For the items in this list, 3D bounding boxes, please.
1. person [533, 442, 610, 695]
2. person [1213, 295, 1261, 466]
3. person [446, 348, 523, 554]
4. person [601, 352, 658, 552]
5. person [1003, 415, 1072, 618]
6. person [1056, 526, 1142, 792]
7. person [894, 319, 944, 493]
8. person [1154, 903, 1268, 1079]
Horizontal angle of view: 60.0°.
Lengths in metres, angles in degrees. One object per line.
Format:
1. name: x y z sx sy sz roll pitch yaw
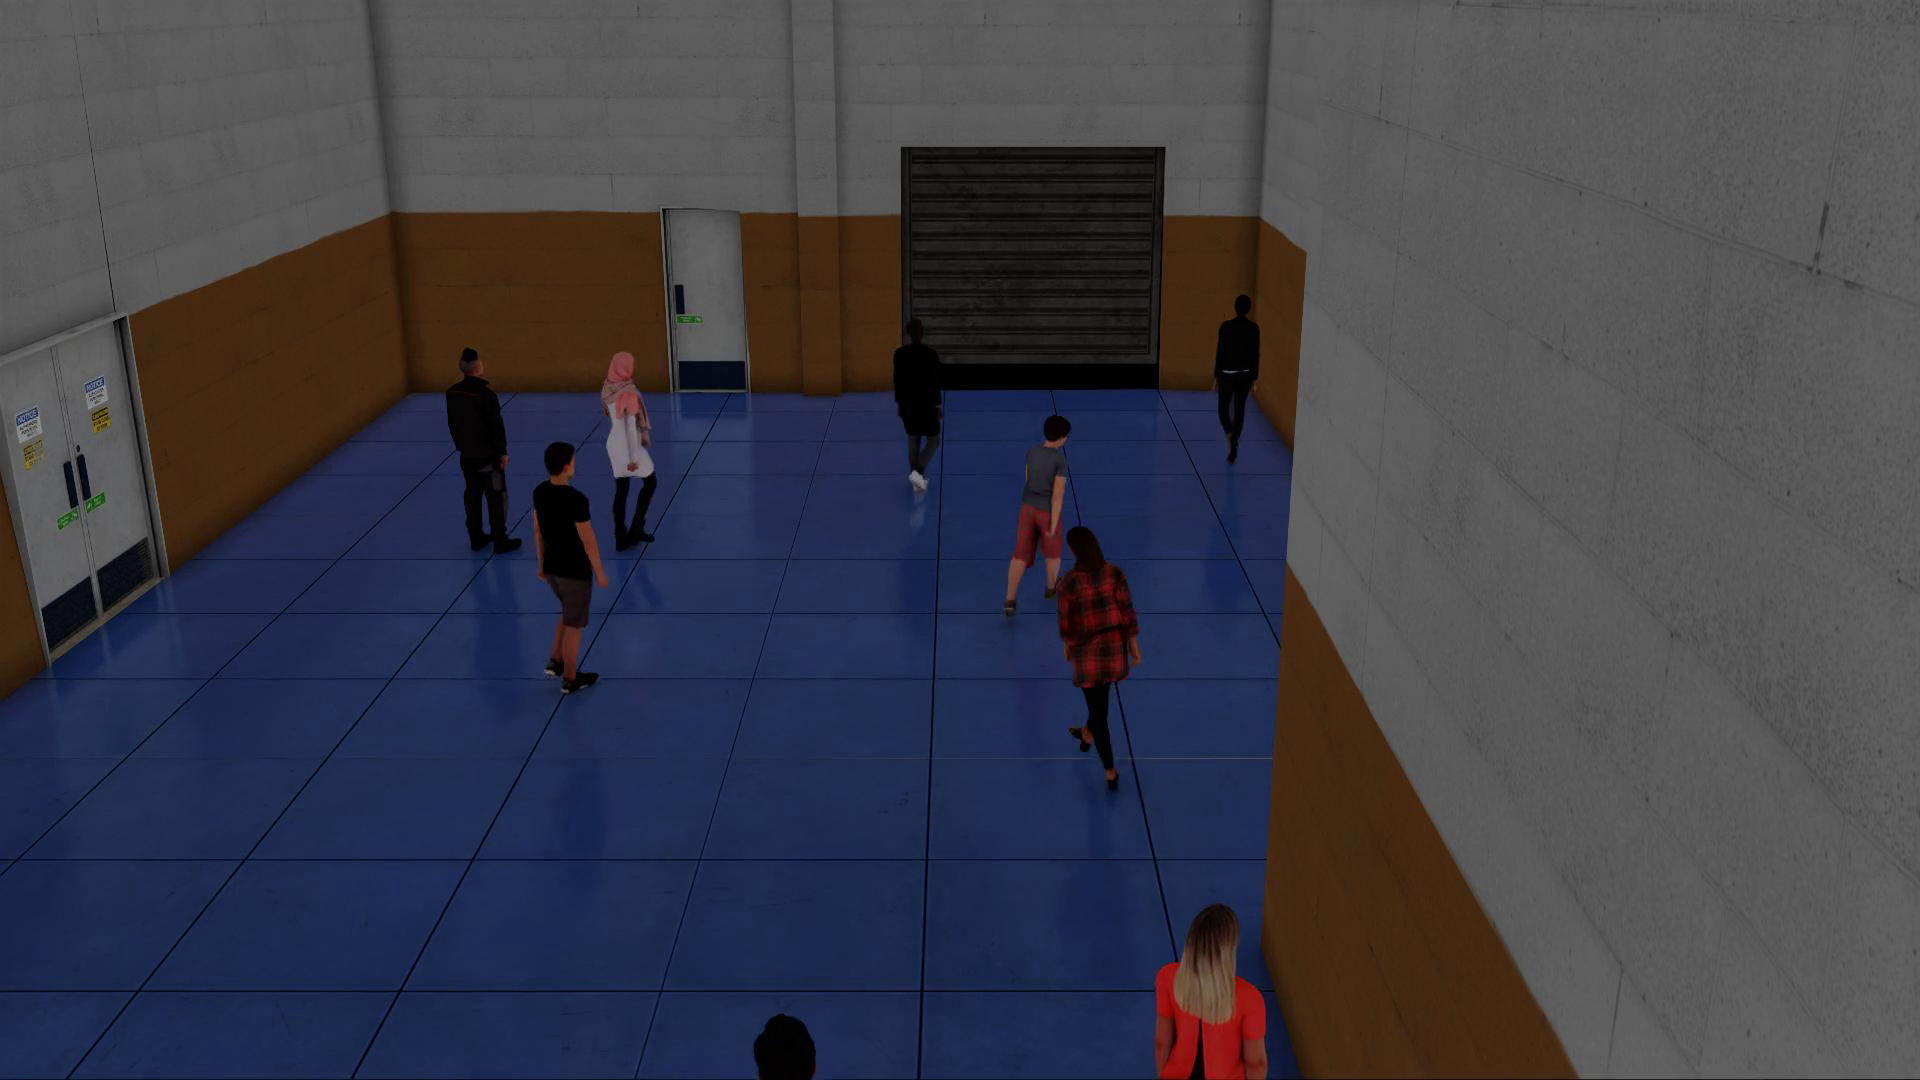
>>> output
1. person: -2.839 0.226 11.721 0.808 1.850 0.878 14 23 37
2. person: 2.850 -1.606 17.211 0.870 1.814 0.691 1 19 3
3. person: -4.247 -0.764 14.757 0.754 1.763 0.913 9 21 26
4. person: -3.032 -0.758 14.733 0.770 1.790 0.839 14 23 35
5. person: 0.586 -0.155 13.205 1.169 1.611 1.033 9 21 25
6. person: 0.901 0.766 10.444 1.014 1.642 0.877 -2 19 -5
7. person: -0.437 -1.291 16.374 0.866 1.752 0.888 7 20 21
8. person: 0.930 2.139 6.294 0.625 1.693 0.732 10 21 27
